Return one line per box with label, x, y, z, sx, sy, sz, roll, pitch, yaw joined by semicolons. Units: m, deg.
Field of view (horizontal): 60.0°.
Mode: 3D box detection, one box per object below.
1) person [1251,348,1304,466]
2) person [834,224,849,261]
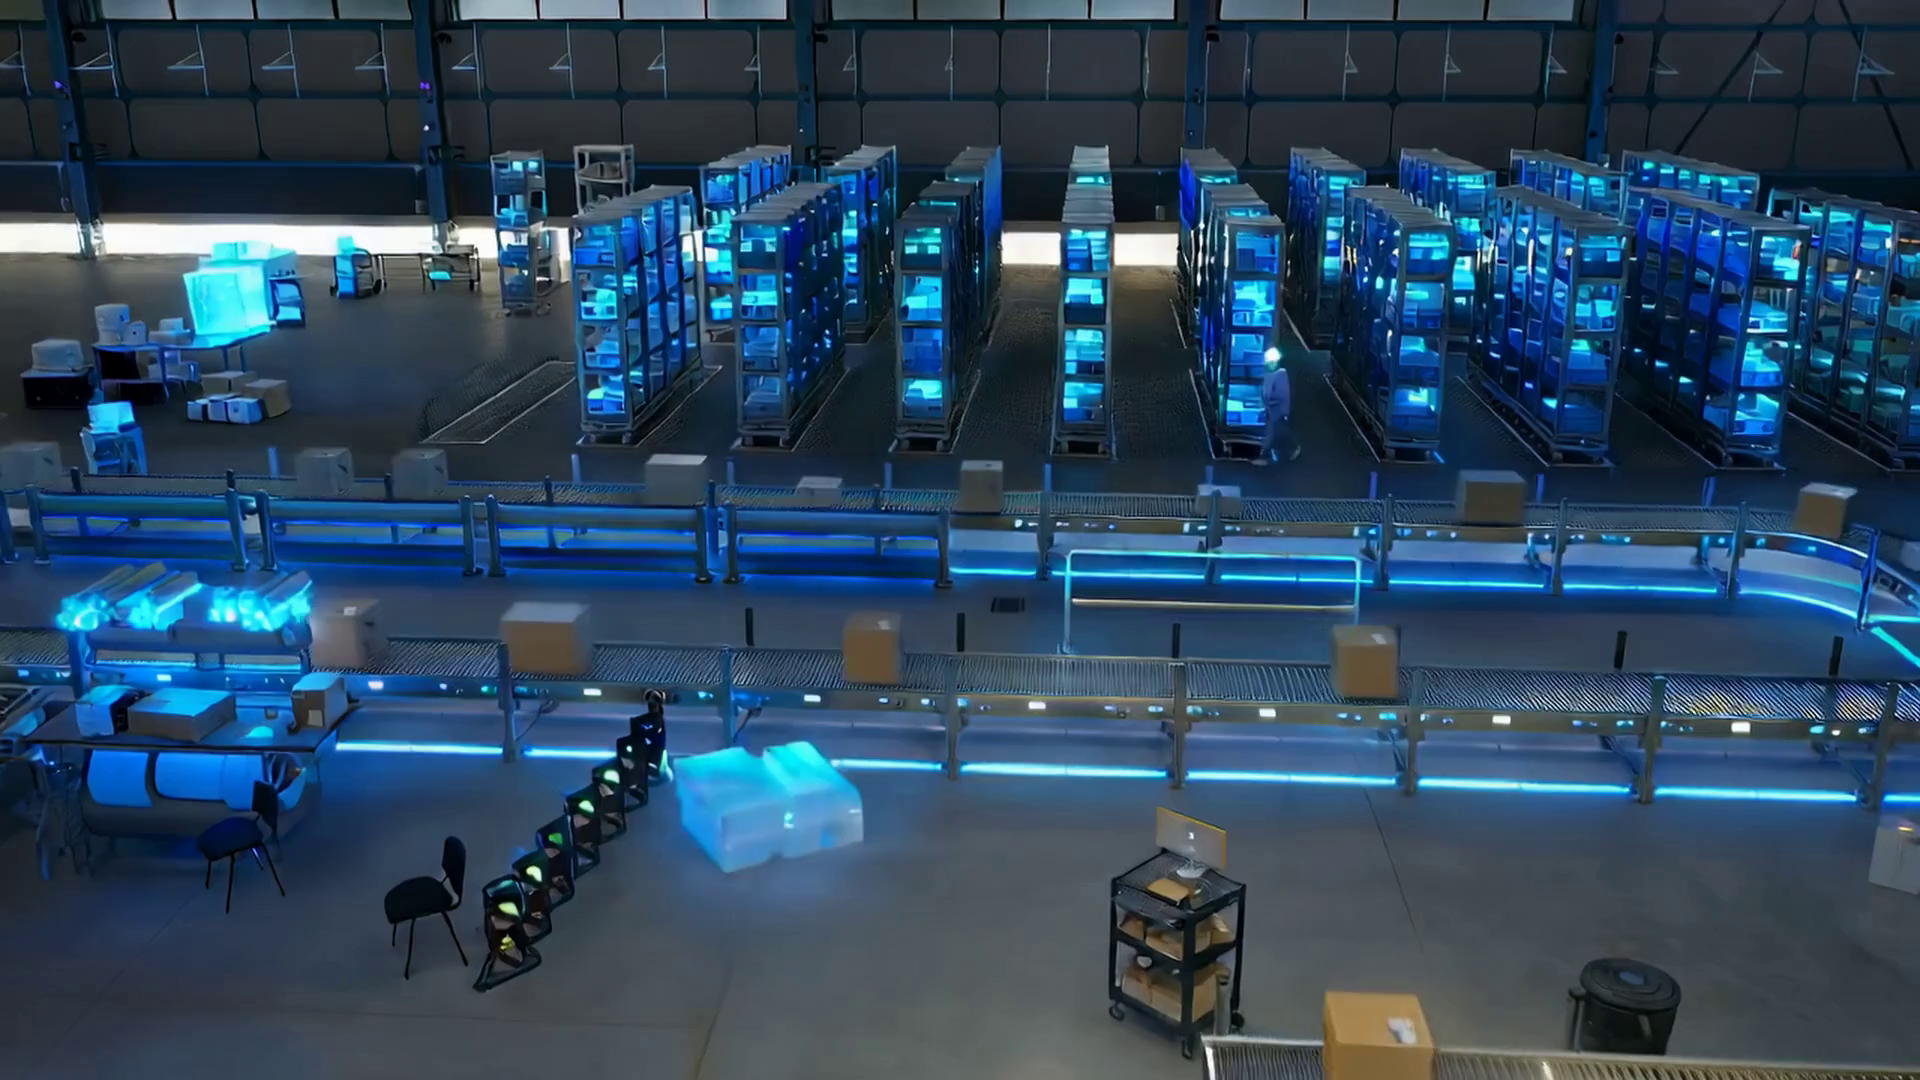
person;4.835;-2.014;25.034;0.848;1.798;0.612;-4;18;-14
person;-2.934;-6.771;40.159;1.007;1.774;0.585;-12;21;-34
